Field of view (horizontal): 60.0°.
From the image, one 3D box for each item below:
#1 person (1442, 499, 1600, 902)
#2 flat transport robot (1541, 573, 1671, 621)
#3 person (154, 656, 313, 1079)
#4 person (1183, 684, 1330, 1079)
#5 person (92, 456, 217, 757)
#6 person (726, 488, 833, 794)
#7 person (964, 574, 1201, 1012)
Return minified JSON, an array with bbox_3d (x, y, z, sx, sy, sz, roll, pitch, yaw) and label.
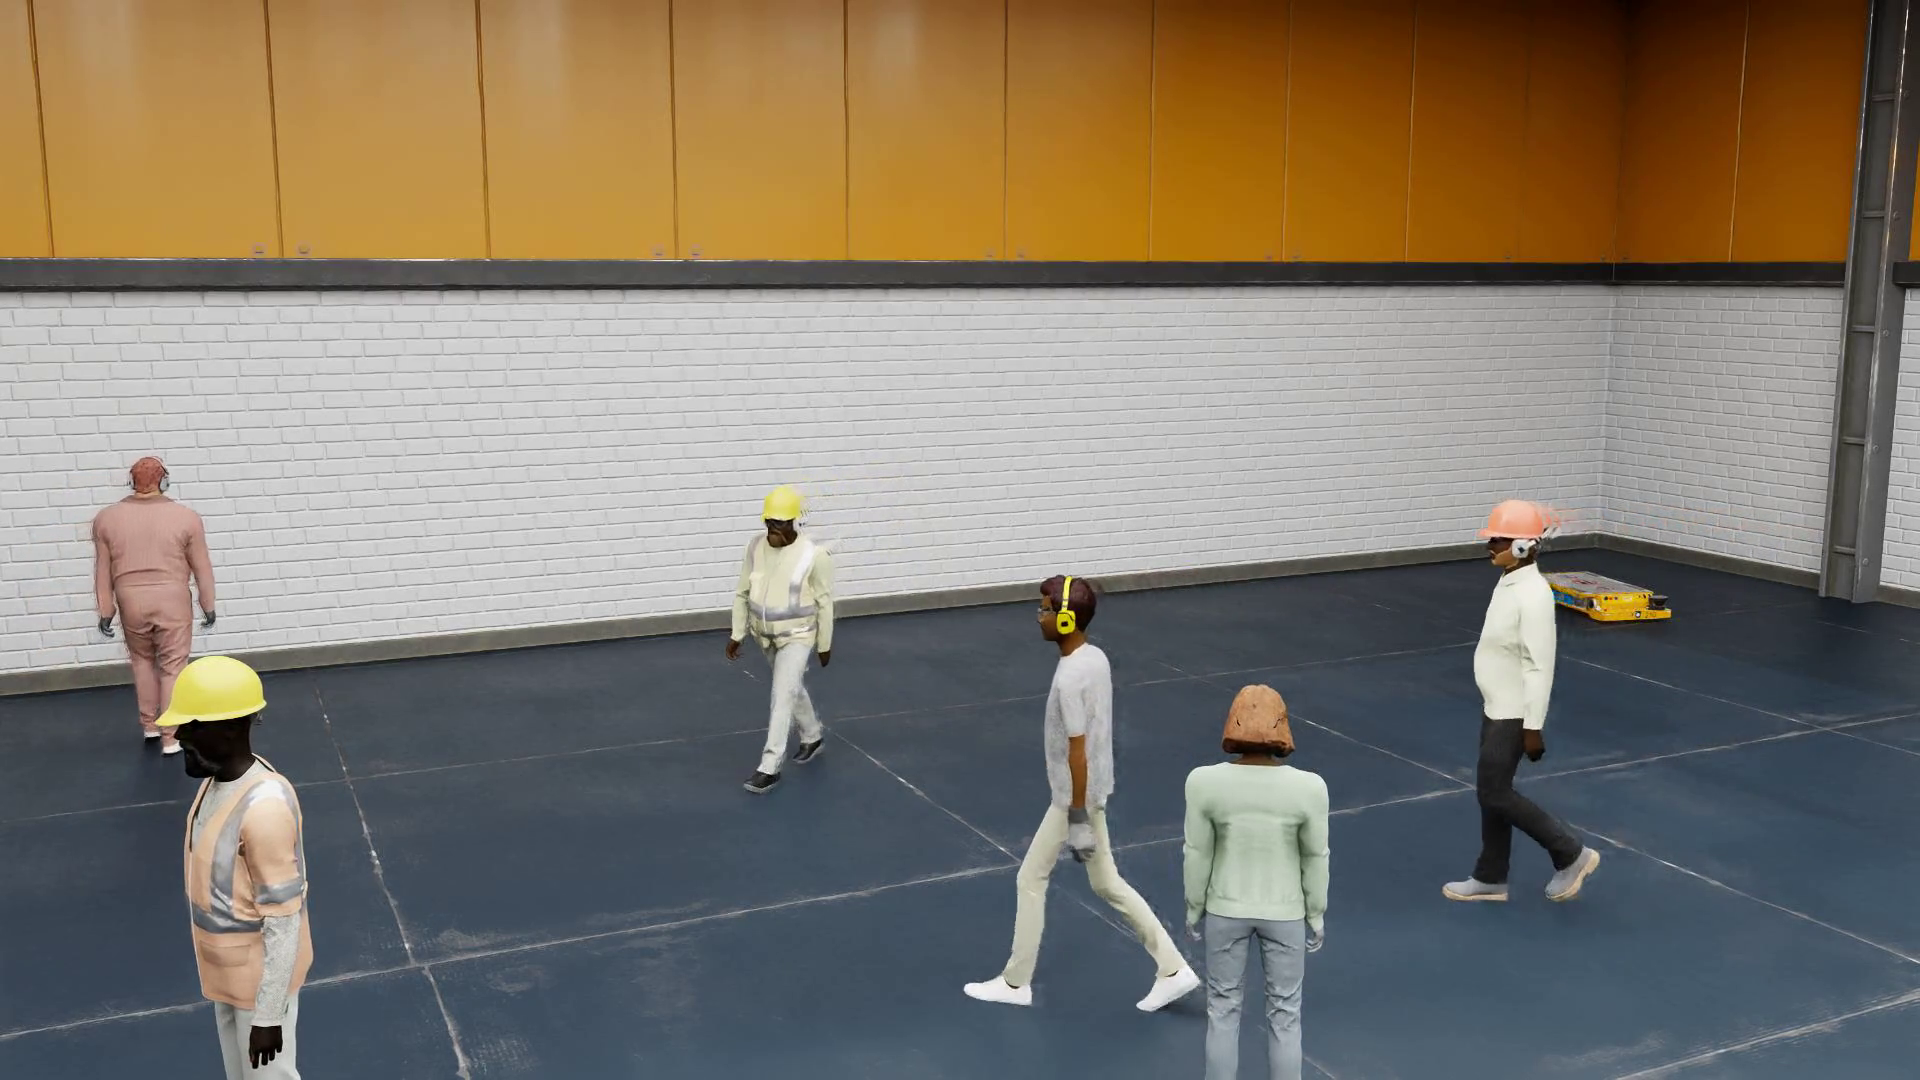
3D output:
[{"bbox_3d":[2.672,0.787,7.883,0.589,1.977,0.619,2,9,10],"label":"person"},{"bbox_3d":[5.691,0.489,15.010,0.652,0.197,1.431,-2,9,-12],"label":"flat transport robot"},{"bbox_3d":[-2.127,1.286,4.942,0.369,1.927,0.588,-7,12,-38],"label":"person"},{"bbox_3d":[1.020,1.301,5.758,0.497,1.633,0.288,2,9,12],"label":"person"},{"bbox_3d":[-5.068,0.401,10.558,0.668,1.883,0.664,-2,9,-11],"label":"person"},{"bbox_3d":[-1.053,0.556,9.969,0.577,1.778,0.963,5,11,30],"label":"person"},{"bbox_3d":[0.529,1.043,6.777,0.948,1.834,0.535,3,10,19],"label":"person"}]
